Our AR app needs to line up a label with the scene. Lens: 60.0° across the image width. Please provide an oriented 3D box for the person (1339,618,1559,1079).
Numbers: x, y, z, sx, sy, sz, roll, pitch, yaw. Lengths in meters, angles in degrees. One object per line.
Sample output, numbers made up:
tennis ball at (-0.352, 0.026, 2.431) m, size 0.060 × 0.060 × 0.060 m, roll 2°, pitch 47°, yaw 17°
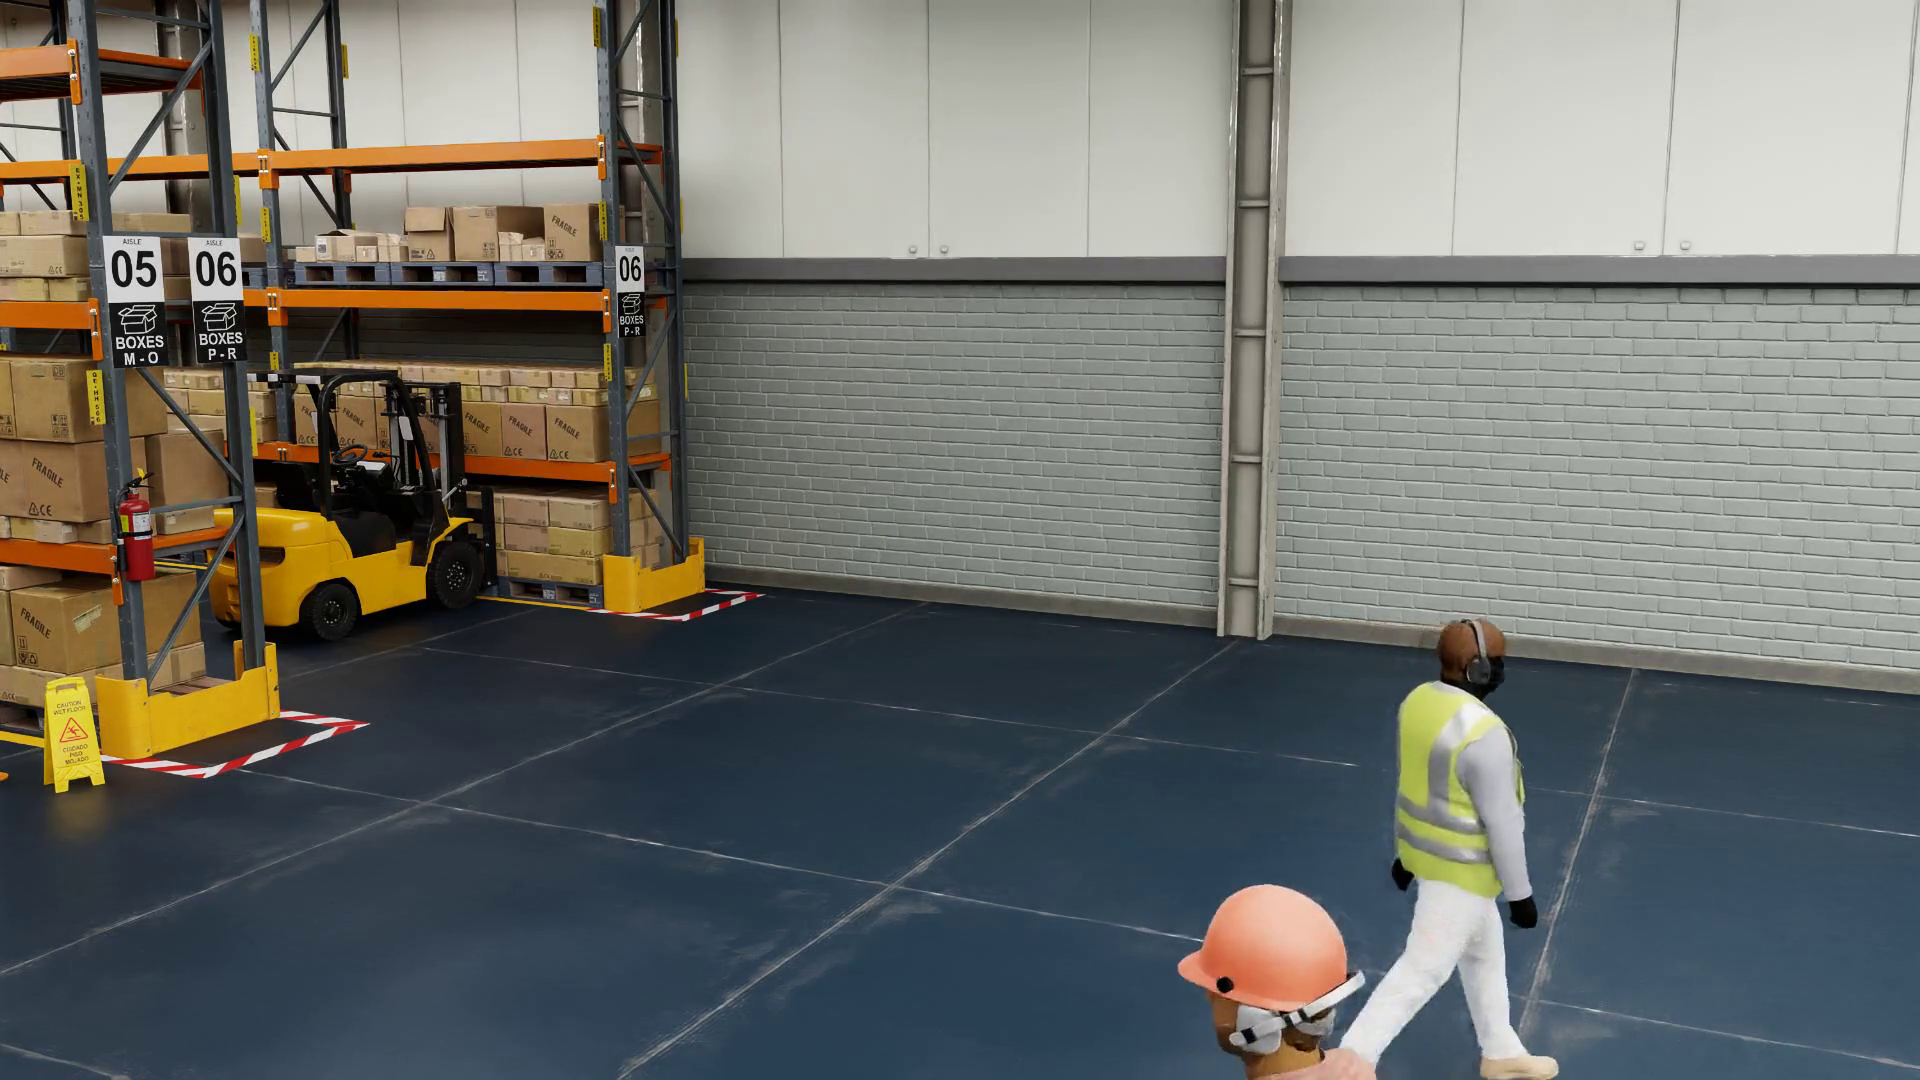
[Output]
person at (1.750, 1.169, 6.020) m, size 0.944 × 1.804 × 0.627 m, roll -1°, pitch 9°, yaw -5°

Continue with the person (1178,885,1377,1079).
person at (0.625, 1.582, 2.991) m, size 0.963 × 1.962 × 0.624 m, roll 6°, pitch 11°, yaw 31°
